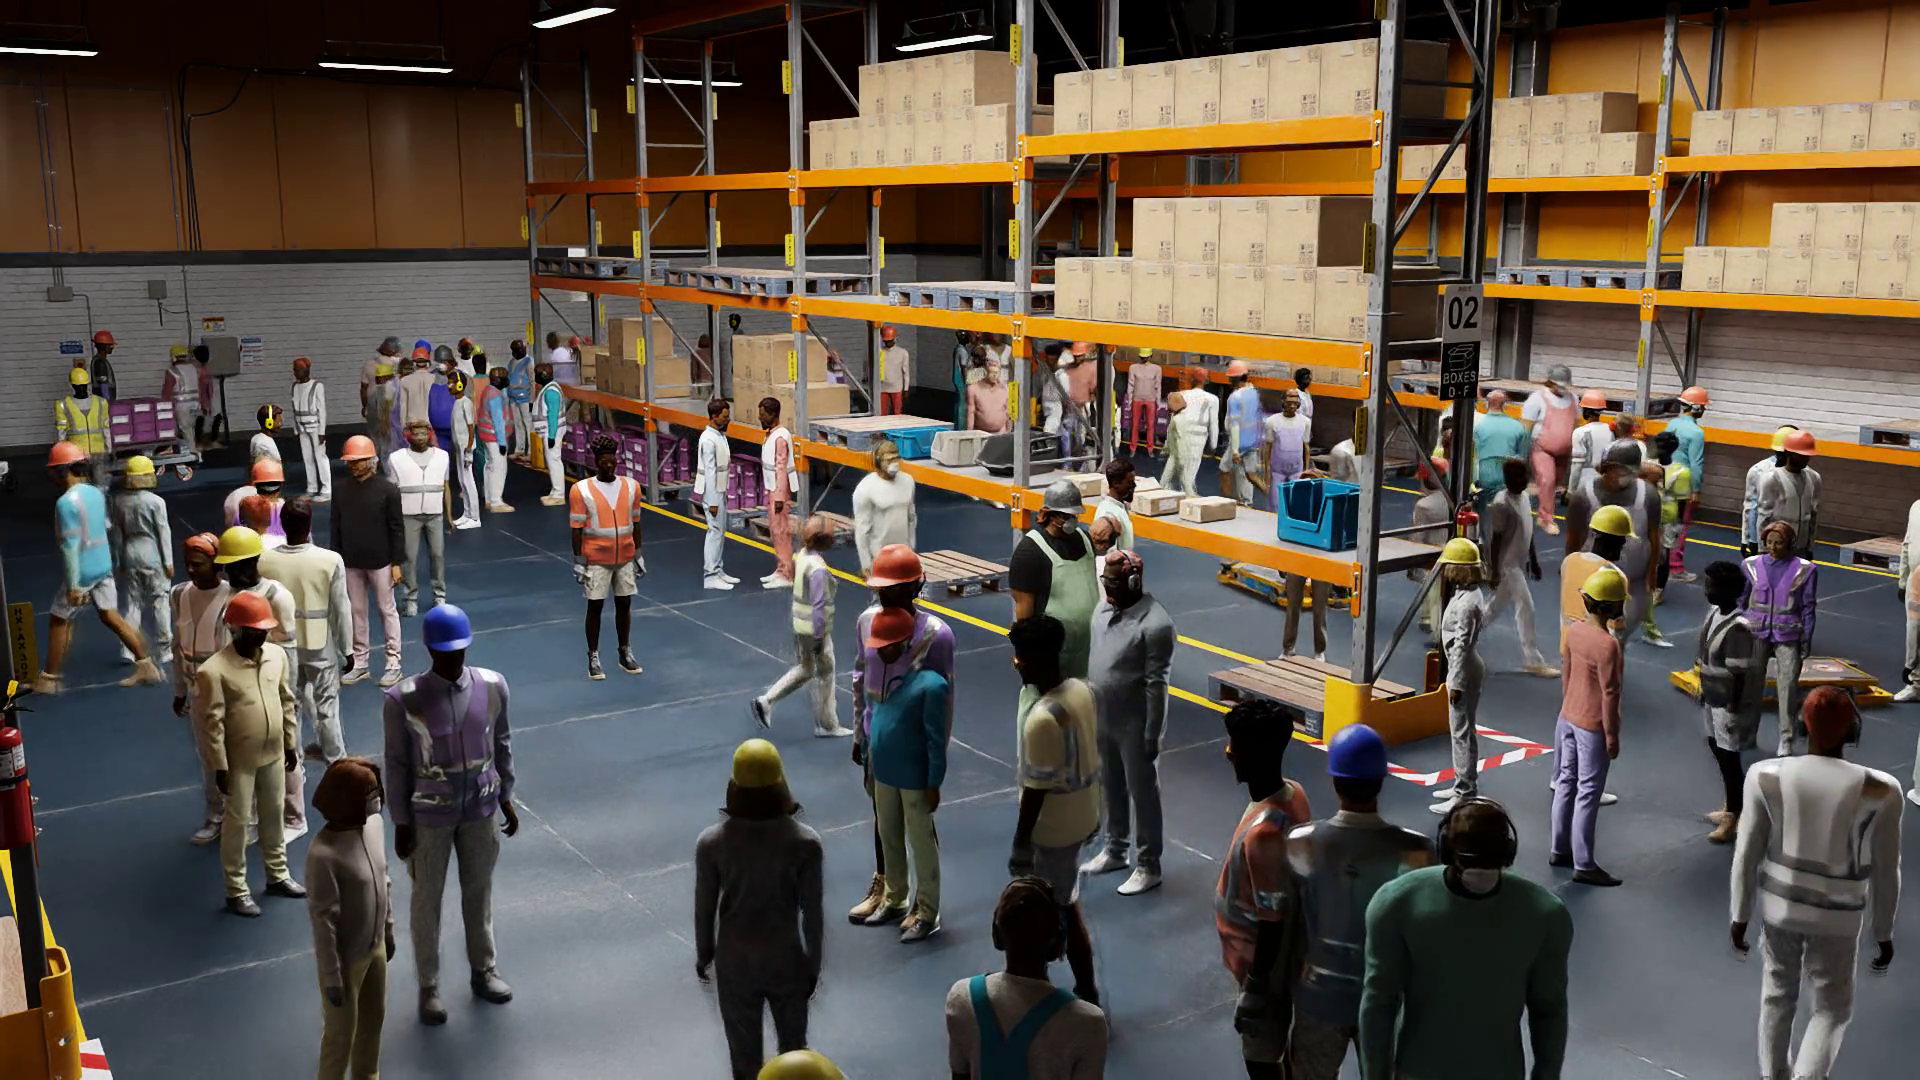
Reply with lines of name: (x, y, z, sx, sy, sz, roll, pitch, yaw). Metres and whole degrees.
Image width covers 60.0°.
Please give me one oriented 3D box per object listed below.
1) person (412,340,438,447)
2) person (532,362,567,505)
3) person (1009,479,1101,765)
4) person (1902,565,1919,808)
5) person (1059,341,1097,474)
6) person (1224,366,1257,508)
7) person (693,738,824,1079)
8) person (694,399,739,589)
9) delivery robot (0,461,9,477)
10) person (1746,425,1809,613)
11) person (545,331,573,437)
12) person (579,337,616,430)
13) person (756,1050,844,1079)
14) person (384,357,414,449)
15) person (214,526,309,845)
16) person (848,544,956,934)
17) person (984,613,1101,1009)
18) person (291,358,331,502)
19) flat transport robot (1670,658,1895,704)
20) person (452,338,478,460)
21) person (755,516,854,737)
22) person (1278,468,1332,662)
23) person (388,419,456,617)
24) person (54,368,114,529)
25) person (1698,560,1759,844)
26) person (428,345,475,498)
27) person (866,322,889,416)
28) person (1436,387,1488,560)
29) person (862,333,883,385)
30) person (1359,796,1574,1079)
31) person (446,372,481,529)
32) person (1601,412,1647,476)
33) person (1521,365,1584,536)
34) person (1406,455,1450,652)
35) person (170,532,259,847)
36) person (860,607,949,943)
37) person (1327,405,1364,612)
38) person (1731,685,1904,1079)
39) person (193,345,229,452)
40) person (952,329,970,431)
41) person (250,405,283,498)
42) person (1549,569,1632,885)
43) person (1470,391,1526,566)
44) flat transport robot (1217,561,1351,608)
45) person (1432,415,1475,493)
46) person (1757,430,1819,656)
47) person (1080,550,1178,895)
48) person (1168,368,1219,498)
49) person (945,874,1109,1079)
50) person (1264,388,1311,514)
person: (-7.567, -1.866, 23.640, 0.388, 1.947, 0.613, 7, 13, 31)
person: (-5.277, -1.366, 21.384, 0.430, 1.837, 0.636, -4, 12, -19)
person: (0.662, 0.593, 10.819, 0.688, 2.000, 0.538, -11, 15, -43)
person: (6.197, 0.743, 10.337, 0.585, 1.928, 0.378, 6, 13, 28)
person: (1.643, -1.834, 23.429, 0.634, 1.960, 0.657, 7, 13, 33)
person: (3.454, -1.226, 20.496, 0.399, 1.900, 0.644, 0, 11, 0)
person: (-0.781, 1.603, 6.443, 0.491, 1.729, 0.373, -2, 11, -12)
person: (-2.435, -0.457, 16.544, 0.402, 1.908, 0.598, 0, 11, 0)
delivery robot: (-12.967, -0.897, 22.015, 0.477, 0.478, 0.707, 2, 11, 9)
person: (7.076, -0.052, 14.434, 0.596, 1.916, 0.379, -4, 12, -22)
person: (-6.370, -2.277, 25.840, 0.900, 1.906, 0.655, 2, 11, 12)
person: (-6.124, -2.497, 27.501, 0.868, 1.700, 0.608, 2, 11, 9)
person: (-0.342, 2.044, 3.681, 0.585, 1.929, 0.371, -1, 11, -6)
person: (-7.423, -1.547, 22.337, 0.682, 1.807, 0.502, 8, 14, 35)
person: (-4.136, 0.857, 9.791, 0.591, 1.918, 0.395, 6, 13, 29)
person: (-0.316, 1.024, 8.605, 0.605, 2.044, 0.374, 7, 13, 32)
person: (0.334, 1.273, 7.613, 0.805, 1.929, 0.643, 4, 12, 22)
person: (-8.442, -1.430, 21.607, 0.568, 1.878, 0.352, 5, 12, 26)
flat transport robot: (6.337, 1.084, 12.847, 1.431, 0.197, 0.652, 0, 11, -1)
person: (-7.399, -2.101, 25.031, 0.582, 1.879, 0.362, -8, 14, -36)
person: (-1.101, 0.625, 11.726, 0.633, 1.620, 0.543, -4, 12, -18)
person: (2.896, 0.214, 13.784, 0.517, 1.639, 0.313, 4, 12, 20)
person: (-5.028, -0.211, 15.491, 0.607, 1.836, 0.381, -7, 13, -33)
person: (-10.294, -1.066, 19.600, 0.594, 1.925, 0.369, -10, 15, -42)
person: (4.565, 0.955, 9.886, 0.370, 1.681, 0.587, 2, 11, 12)
person: (-6.724, -1.557, 21.820, 0.688, 2.000, 0.536, 2, 11, 8)
person: (-1.424, -2.951, 29.283, 0.409, 1.919, 0.617, 5, 12, 24)
person: (5.372, -0.703, 17.651, 0.606, 1.968, 0.605, 1, 11, 3)
person: (-1.533, -2.966, 29.813, 0.590, 1.719, 0.764, -10, 15, -42)
person: (1.609, 1.725, 5.346, 0.646, 1.927, 0.392, 2, 11, 9)
person: (-5.916, -1.066, 19.750, 0.313, 1.869, 0.535, -7, 13, -31)
person: (6.398, -0.323, 16.088, 0.652, 1.811, 0.484, -7, 13, -32)
person: (6.954, -1.086, 19.409, 0.796, 2.000, 0.896, -3, 11, -14)
person: (3.954, 0.143, 13.921, 0.584, 1.719, 0.664, -6, 13, -30)
person: (-4.362, 0.881, 9.782, 0.577, 1.878, 0.355, 4, 12, 19)
person: (-0.315, 1.187, 8.558, 0.573, 1.738, 0.352, 10, 15, 41)
person: (3.692, -0.299, 15.613, 0.620, 1.956, 0.387, -6, 13, -29)
person: (3.337, 1.514, 6.558, 0.601, 1.865, 0.741, 8, 14, 35)
person: (-11.784, -2.221, 26.117, 0.553, 1.677, 0.565, 10, 15, 43)
person: (0.053, -2.598, 27.651, 0.345, 1.847, 0.506, -3, 11, -13)
person: (-6.801, -0.413, 16.454, 0.351, 1.856, 0.521, -9, 14, -39)
person: (3.534, 1.030, 9.285, 0.318, 1.769, 0.522, -1, 11, -6)
person: (5.669, -0.659, 17.730, 0.654, 1.847, 1.036, 0, 11, 1)
flat transport robot: (3.165, 0.412, 16.287, 0.652, 0.197, 1.431, -4, 12, -22)
person: (4.984, -0.430, 16.962, 0.540, 1.682, 0.382, -4, 12, -22)
person: (6.974, 0.028, 14.010, 0.543, 1.929, 0.386, -3, 11, -13)
person: (0.895, 0.987, 9.170, 0.402, 1.902, 0.639, -7, 13, -32)
person: (2.924, -1.224, 20.720, 0.600, 1.817, 0.953, 7, 13, 32)
person: (0.195, 1.865, 4.846, 0.501, 1.839, 0.341, 6, 13, 29)
person: (3.581, -0.752, 18.238, 0.502, 1.837, 0.350, 0, 11, -2)
